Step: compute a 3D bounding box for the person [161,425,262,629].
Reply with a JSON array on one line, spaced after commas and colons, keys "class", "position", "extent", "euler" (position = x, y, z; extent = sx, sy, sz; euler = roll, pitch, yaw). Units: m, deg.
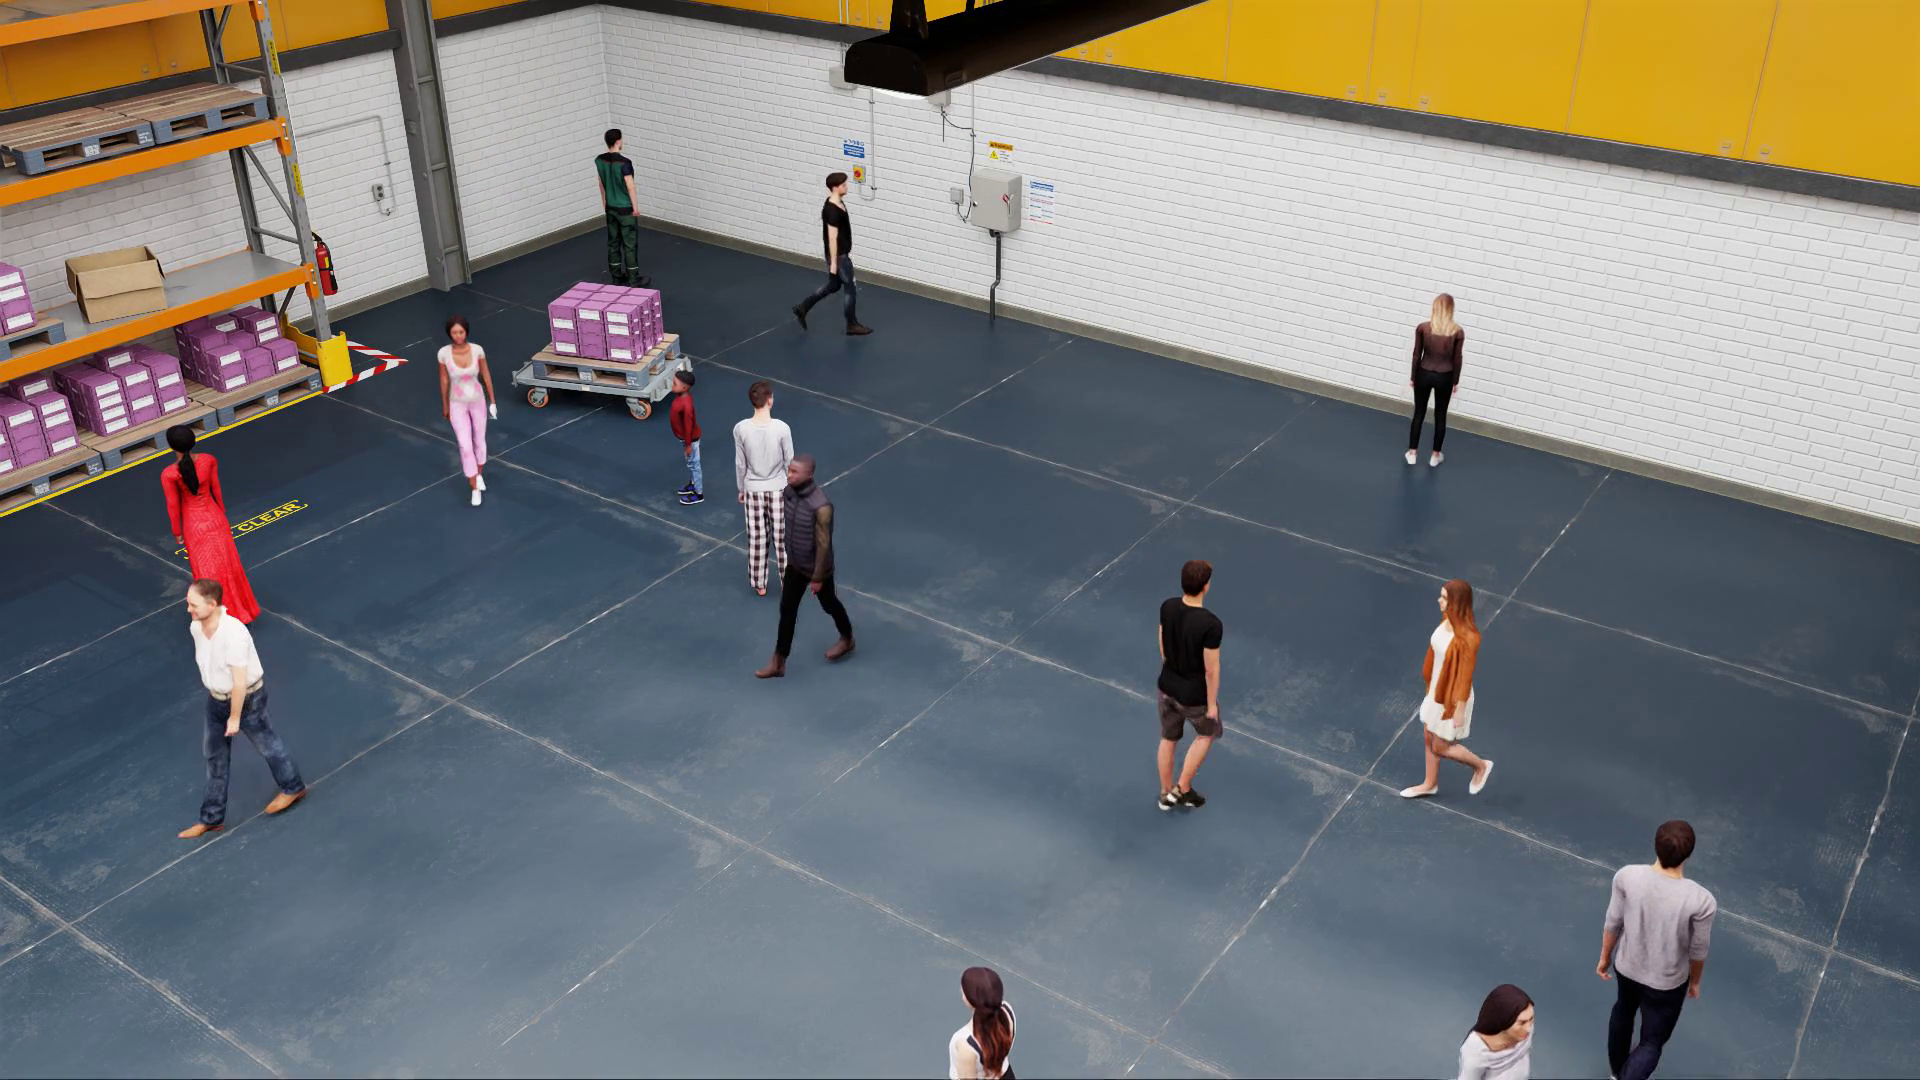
[{"class": "person", "position": [-5.844, -0.067, 12.870], "extent": [0.687, 1.784, 0.564], "euler": [17, 33, 28]}]

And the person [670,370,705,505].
[{"class": "person", "position": [-2.447, -0.956, 15.051], "extent": [0.630, 1.255, 0.578], "euler": [-7, 29, -13]}]

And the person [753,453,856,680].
[{"class": "person", "position": [-1.044, 0.178, 12.415], "extent": [1.218, 1.790, 0.882], "euler": [-24, 37, -37]}]

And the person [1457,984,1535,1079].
[{"class": "person", "position": [2.425, 2.704, 7.968], "extent": [0.767, 1.614, 0.821], "euler": [-13, 31, -23]}]

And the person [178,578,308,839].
[{"class": "person", "position": [-4.610, 1.034, 10.819], "extent": [0.708, 1.816, 1.081], "euler": [17, 33, 28]}]

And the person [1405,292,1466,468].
[{"class": "person", "position": [4.442, -1.501, 15.581], "extent": [0.657, 1.705, 0.601], "euler": [9, 30, 16]}]

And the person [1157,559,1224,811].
[{"class": "person", "position": [1.418, 0.998, 10.844], "extent": [0.685, 1.854, 0.726], "euler": [-25, 37, -38]}]

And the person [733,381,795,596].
[{"class": "person", "position": [-1.559, -0.406, 13.425], "extent": [0.714, 1.846, 0.734], "euler": [0, 29, 0]}]

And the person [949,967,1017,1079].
[{"class": "person", "position": [0.127, 2.695, 7.950], "extent": [0.602, 1.647, 0.459], "euler": [17, 33, 29]}]

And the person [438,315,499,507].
[{"class": "person", "position": [-4.466, -1.233, 15.071], "extent": [0.915, 1.723, 0.917], "euler": [-12, 31, -21]}]

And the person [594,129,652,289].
[{"class": "person", "position": [-4.071, -3.977, 19.916], "extent": [0.696, 1.901, 0.596], "euler": [15, 32, 25]}]

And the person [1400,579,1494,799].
[{"class": "person", "position": [3.305, 1.019, 10.963], "extent": [0.953, 1.703, 0.889], "euler": [-5, 29, -10]}]

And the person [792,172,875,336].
[{"class": "person", "position": [-1.447, -3.144, 18.426], "extent": [1.179, 1.865, 1.156], "euler": [-2, 29, -4]}]

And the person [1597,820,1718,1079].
[{"class": "person", "position": [3.520, 2.265, 8.556], "extent": [0.775, 1.820, 1.130], "euler": [24, 37, 37]}]
